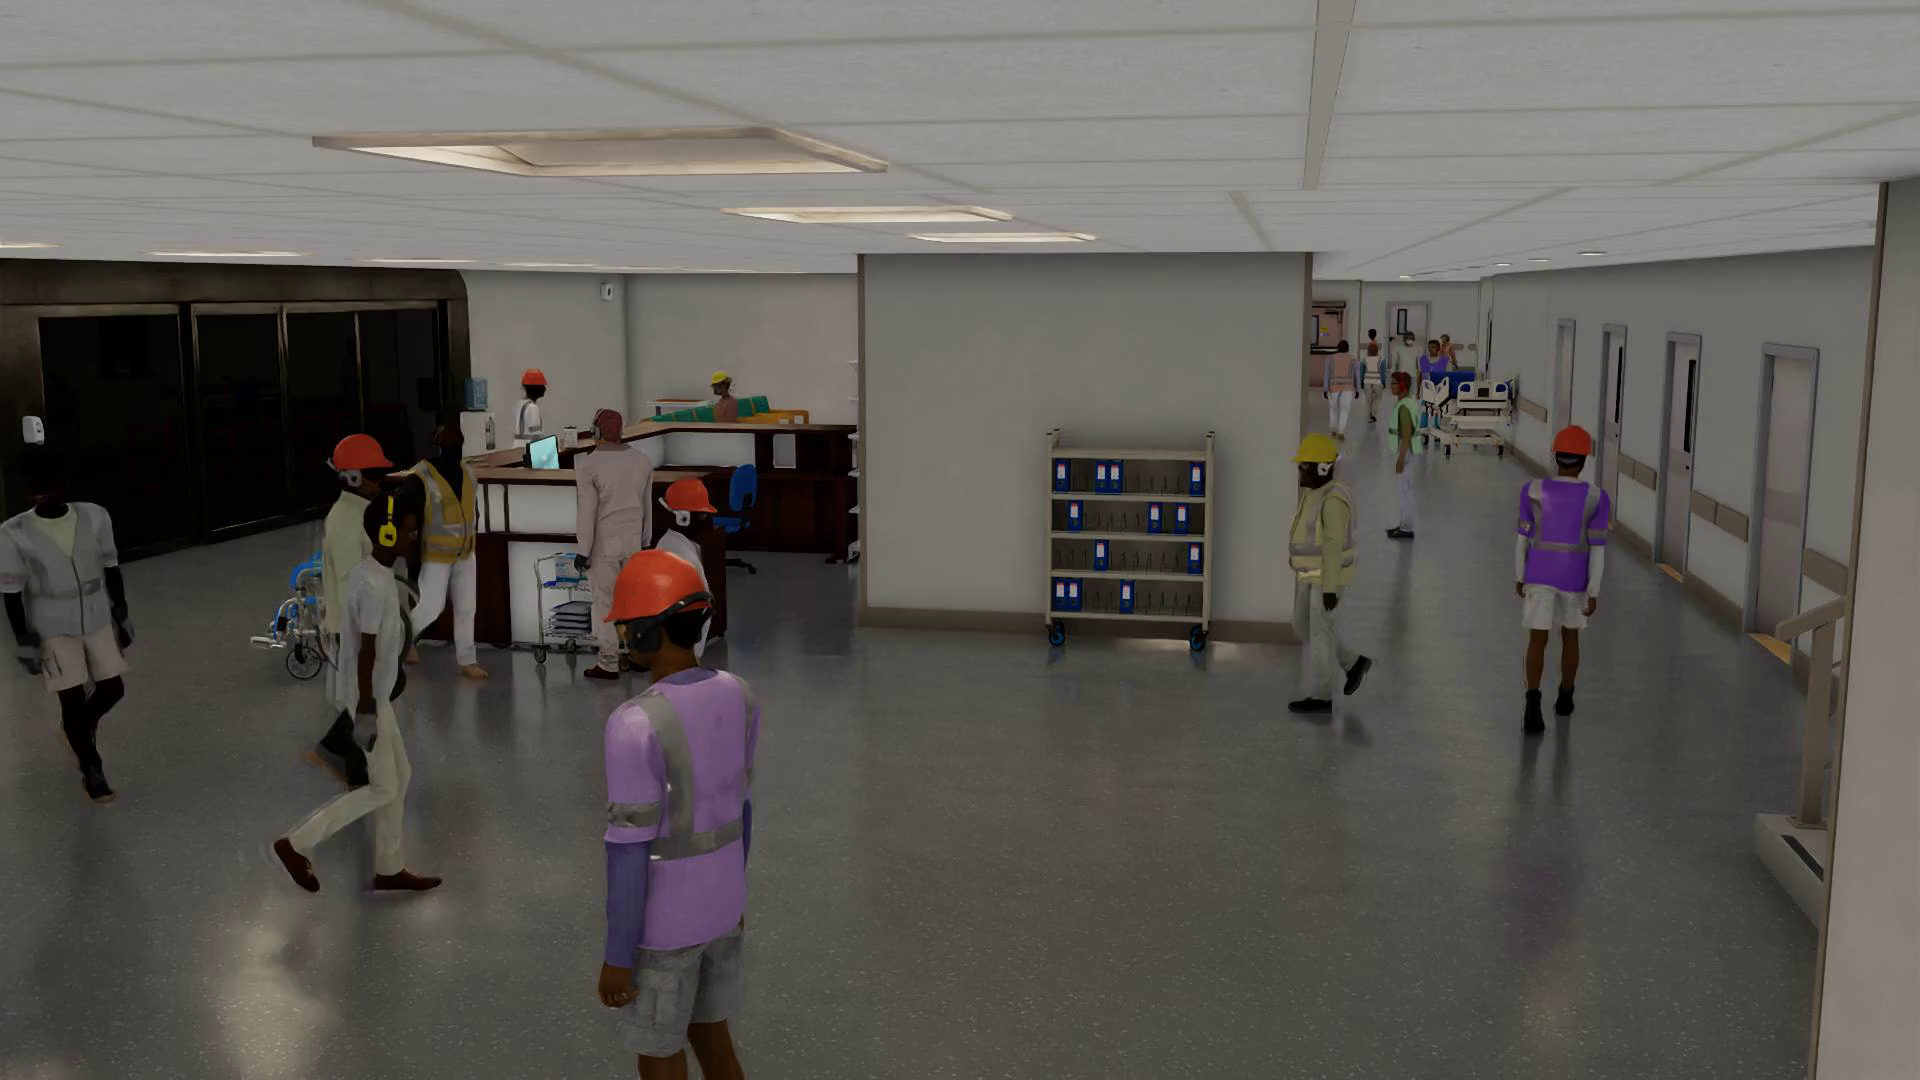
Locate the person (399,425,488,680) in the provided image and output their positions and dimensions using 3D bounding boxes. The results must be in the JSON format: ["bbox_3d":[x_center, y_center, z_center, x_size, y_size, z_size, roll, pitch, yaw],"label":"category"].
[{"bbox_3d":[-3.702,0.083,11.707,0.718,1.816,0.639,5,10,32],"label":"person"}]

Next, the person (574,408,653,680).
[{"bbox_3d":[-2.467,0.025,11.760,0.401,1.906,0.651,7,11,39],"label":"person"}]

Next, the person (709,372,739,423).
[{"bbox_3d":[-2.813,-1.198,20.404,0.435,1.733,0.548,-5,10,-32],"label":"person"}]

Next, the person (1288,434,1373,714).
[{"bbox_3d":[2.387,0.222,10.731,0.557,1.819,0.608,-1,9,-4],"label":"person"}]

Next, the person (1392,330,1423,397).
[{"bbox_3d":[9.325,-3.428,34.734,0.647,1.902,0.969,0,9,2],"label":"person"}]

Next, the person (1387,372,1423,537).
[{"bbox_3d":[4.917,-0.936,18.393,0.398,1.835,0.593,3,9,16],"label":"person"}]

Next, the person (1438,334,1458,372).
[{"bbox_3d":[12.752,-4.601,43.558,0.925,1.570,0.571,-4,10,-26],"label":"person"}]

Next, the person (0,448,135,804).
[{"bbox_3d":[-4.766,0.450,8.872,0.652,1.927,0.679,7,11,38],"label":"person"}]

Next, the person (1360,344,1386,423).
[{"bbox_3d":[8.489,-3.216,34.171,0.545,1.622,0.371,4,9,25],"label":"person"}]

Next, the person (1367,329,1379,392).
[{"bbox_3d":[10.990,-4.771,44.276,0.321,1.696,0.537,2,9,13],"label":"person"}]

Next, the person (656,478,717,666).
[{"bbox_3d":[-1.456,0.537,8.874,0.347,1.746,0.573,-2,9,-15],"label":"person"}]

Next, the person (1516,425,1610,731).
[{"bbox_3d":[3.748,0.232,10.402,0.542,1.906,0.948,4,9,22],"label":"person"}]

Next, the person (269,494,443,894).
[{"bbox_3d":[-2.698,0.719,7.386,0.632,1.839,0.558,-3,9,-18],"label":"person"}]

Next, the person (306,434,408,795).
[{"bbox_3d":[-3.189,0.424,8.841,0.466,1.983,0.637,-2,9,-15],"label":"person"}]

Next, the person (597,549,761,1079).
[{"bbox_3d":[-0.804,1.037,4.666,0.412,2.029,0.611,4,9,25],"label":"person"}]

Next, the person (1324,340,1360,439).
[{"bbox_3d":[7.043,-2.772,30.661,0.658,1.794,0.938,2,9,14],"label":"person"}]

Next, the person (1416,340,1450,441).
[{"bbox_3d":[8.547,-2.700,30.054,0.568,1.840,0.374,4,10,27],"label":"person"}]
